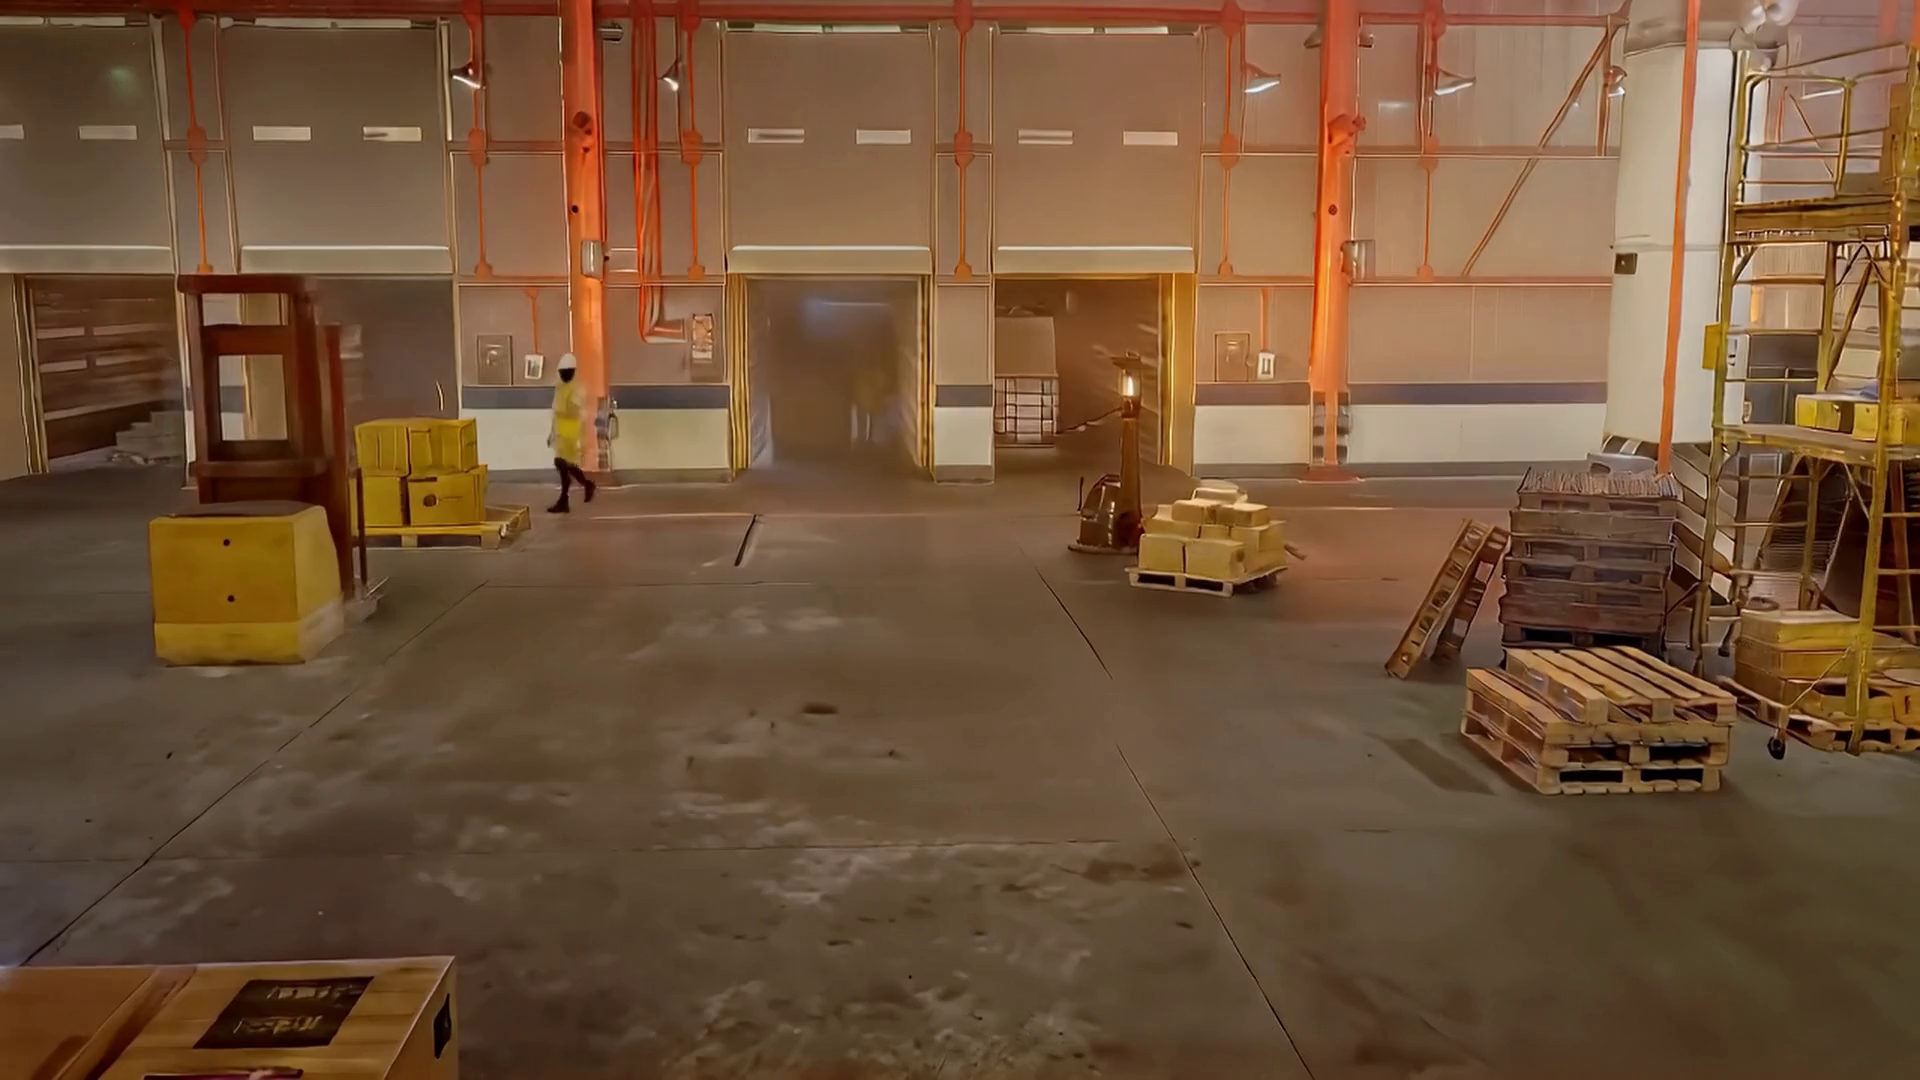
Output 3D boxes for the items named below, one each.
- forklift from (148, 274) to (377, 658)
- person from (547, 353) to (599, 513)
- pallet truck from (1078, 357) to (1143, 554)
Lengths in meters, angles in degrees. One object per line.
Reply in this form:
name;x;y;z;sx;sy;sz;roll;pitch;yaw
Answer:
forklift;-5.344;-0.626;12.678;1.129;2.768;1.873;-1;9;-4
person;-4.678;-1.295;19.947;0.740;1.909;0.558;-9;13;-44
pallet truck;2.088;-0.836;16.757;1.885;1.965;0.823;2;9;13
